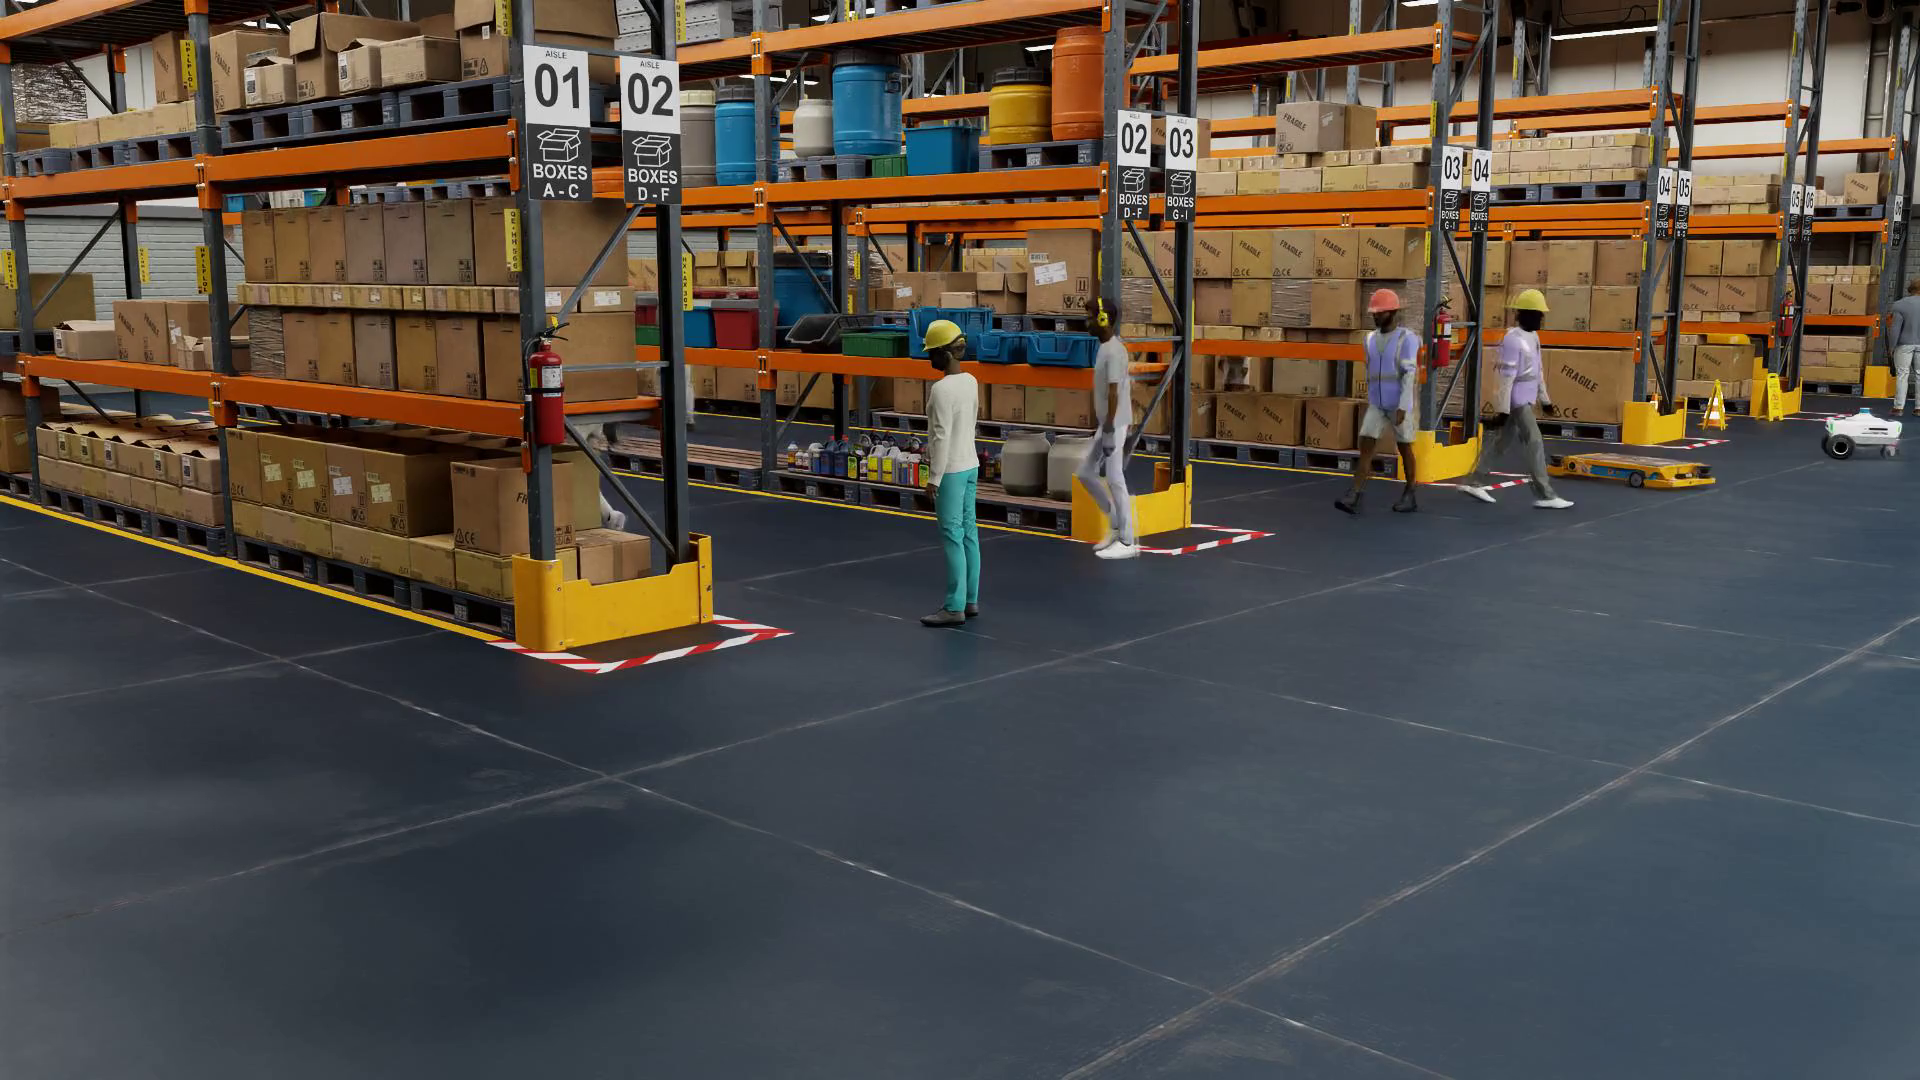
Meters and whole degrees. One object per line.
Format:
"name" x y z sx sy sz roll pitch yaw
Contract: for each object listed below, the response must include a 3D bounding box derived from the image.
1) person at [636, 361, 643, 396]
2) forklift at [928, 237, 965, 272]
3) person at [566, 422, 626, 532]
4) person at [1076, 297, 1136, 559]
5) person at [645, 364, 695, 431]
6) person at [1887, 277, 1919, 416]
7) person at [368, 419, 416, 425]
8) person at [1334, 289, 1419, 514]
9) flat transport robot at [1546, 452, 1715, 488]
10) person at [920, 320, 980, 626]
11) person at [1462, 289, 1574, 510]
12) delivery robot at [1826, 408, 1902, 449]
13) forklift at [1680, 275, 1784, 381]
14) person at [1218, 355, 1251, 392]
"person" -4.797 -2.691 23.365 1.006 1.882 0.552 7 12 36
"forklift" -0.326 -5.817 39.609 1.129 2.768 1.873 9 13 43
"person" -2.695 -0.833 12.090 0.759 1.846 0.521 8 12 41
"person" 1.066 -0.791 11.825 0.459 1.844 0.671 0 9 -1
"person" -3.710 -2.352 21.205 0.830 1.909 0.640 6 11 33
"person" 13.322 -2.702 23.262 0.637 1.937 0.357 2 9 9
"person" -4.962 -1.107 14.473 0.544 1.597 0.835 -9 13 -43
"person" 3.557 -1.146 13.918 0.975 1.880 0.554 -8 12 -42
"flat transport robot" 6.493 -0.689 16.148 0.652 0.197 1.431 -6 11 -31
"person" -0.063 -0.389 9.632 0.324 1.760 0.523 4 10 22
"person" 4.841 -1.225 14.407 0.977 1.885 0.607 5 11 30
"delivery robot" 9.837 -1.197 18.110 0.707 0.478 0.477 3 10 20
"forklift" 12.480 -3.427 27.053 1.214 2.155 2.313 9 13 43
"person" 3.355 -2.223 20.518 0.364 1.892 0.715 -7 11 -35
